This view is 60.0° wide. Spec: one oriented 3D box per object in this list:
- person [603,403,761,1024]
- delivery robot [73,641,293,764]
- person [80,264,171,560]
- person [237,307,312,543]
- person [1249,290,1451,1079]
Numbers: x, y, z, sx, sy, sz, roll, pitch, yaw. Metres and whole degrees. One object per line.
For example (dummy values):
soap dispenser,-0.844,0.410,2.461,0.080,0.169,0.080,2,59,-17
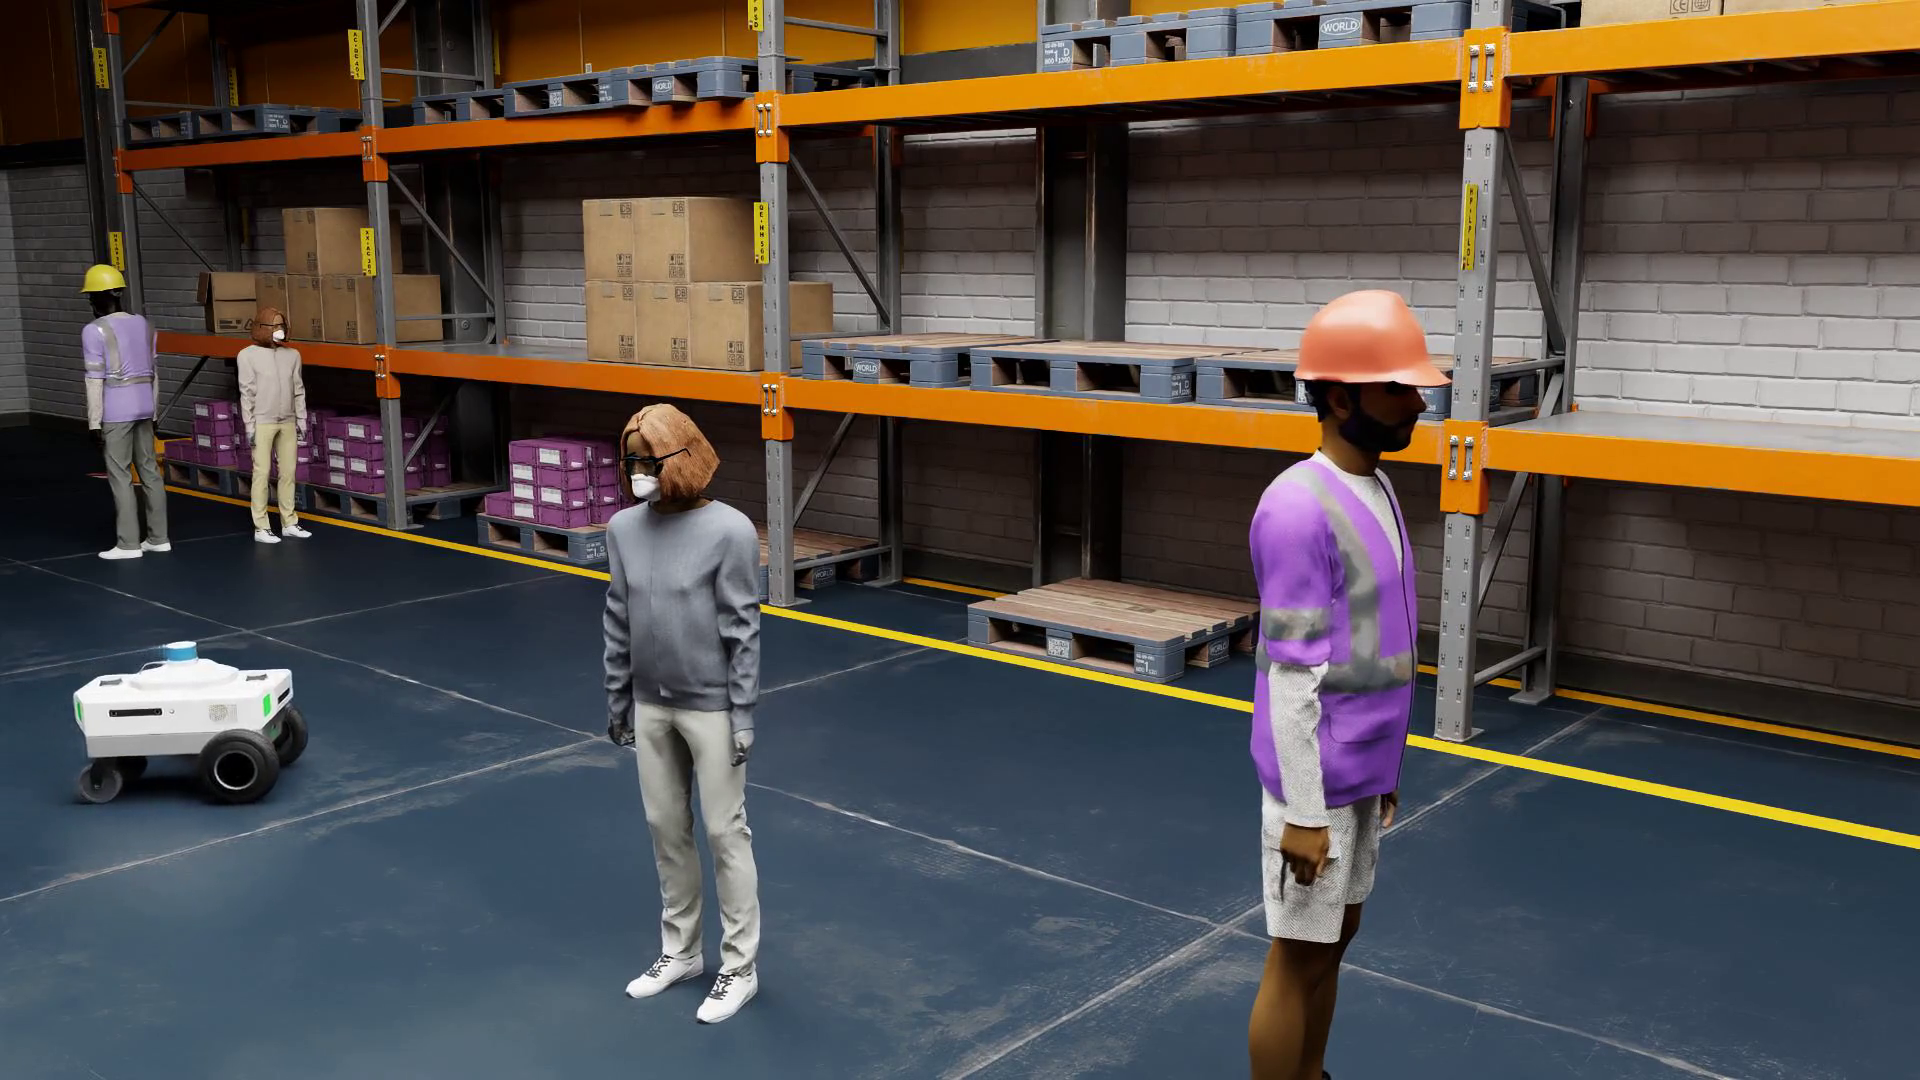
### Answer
person,-0.743,0.449,4.413,0.504,1.622,0.298,6,11,29
delivery robot,-2.886,0.622,6.200,0.707,0.478,0.477,-1,10,-7
person,-5.477,-0.829,10.861,0.398,1.919,0.592,3,10,17
person,-4.727,-0.792,11.480,0.282,1.625,0.492,7,12,33
person,0.791,0.463,3.434,0.359,1.939,0.542,5,11,28
